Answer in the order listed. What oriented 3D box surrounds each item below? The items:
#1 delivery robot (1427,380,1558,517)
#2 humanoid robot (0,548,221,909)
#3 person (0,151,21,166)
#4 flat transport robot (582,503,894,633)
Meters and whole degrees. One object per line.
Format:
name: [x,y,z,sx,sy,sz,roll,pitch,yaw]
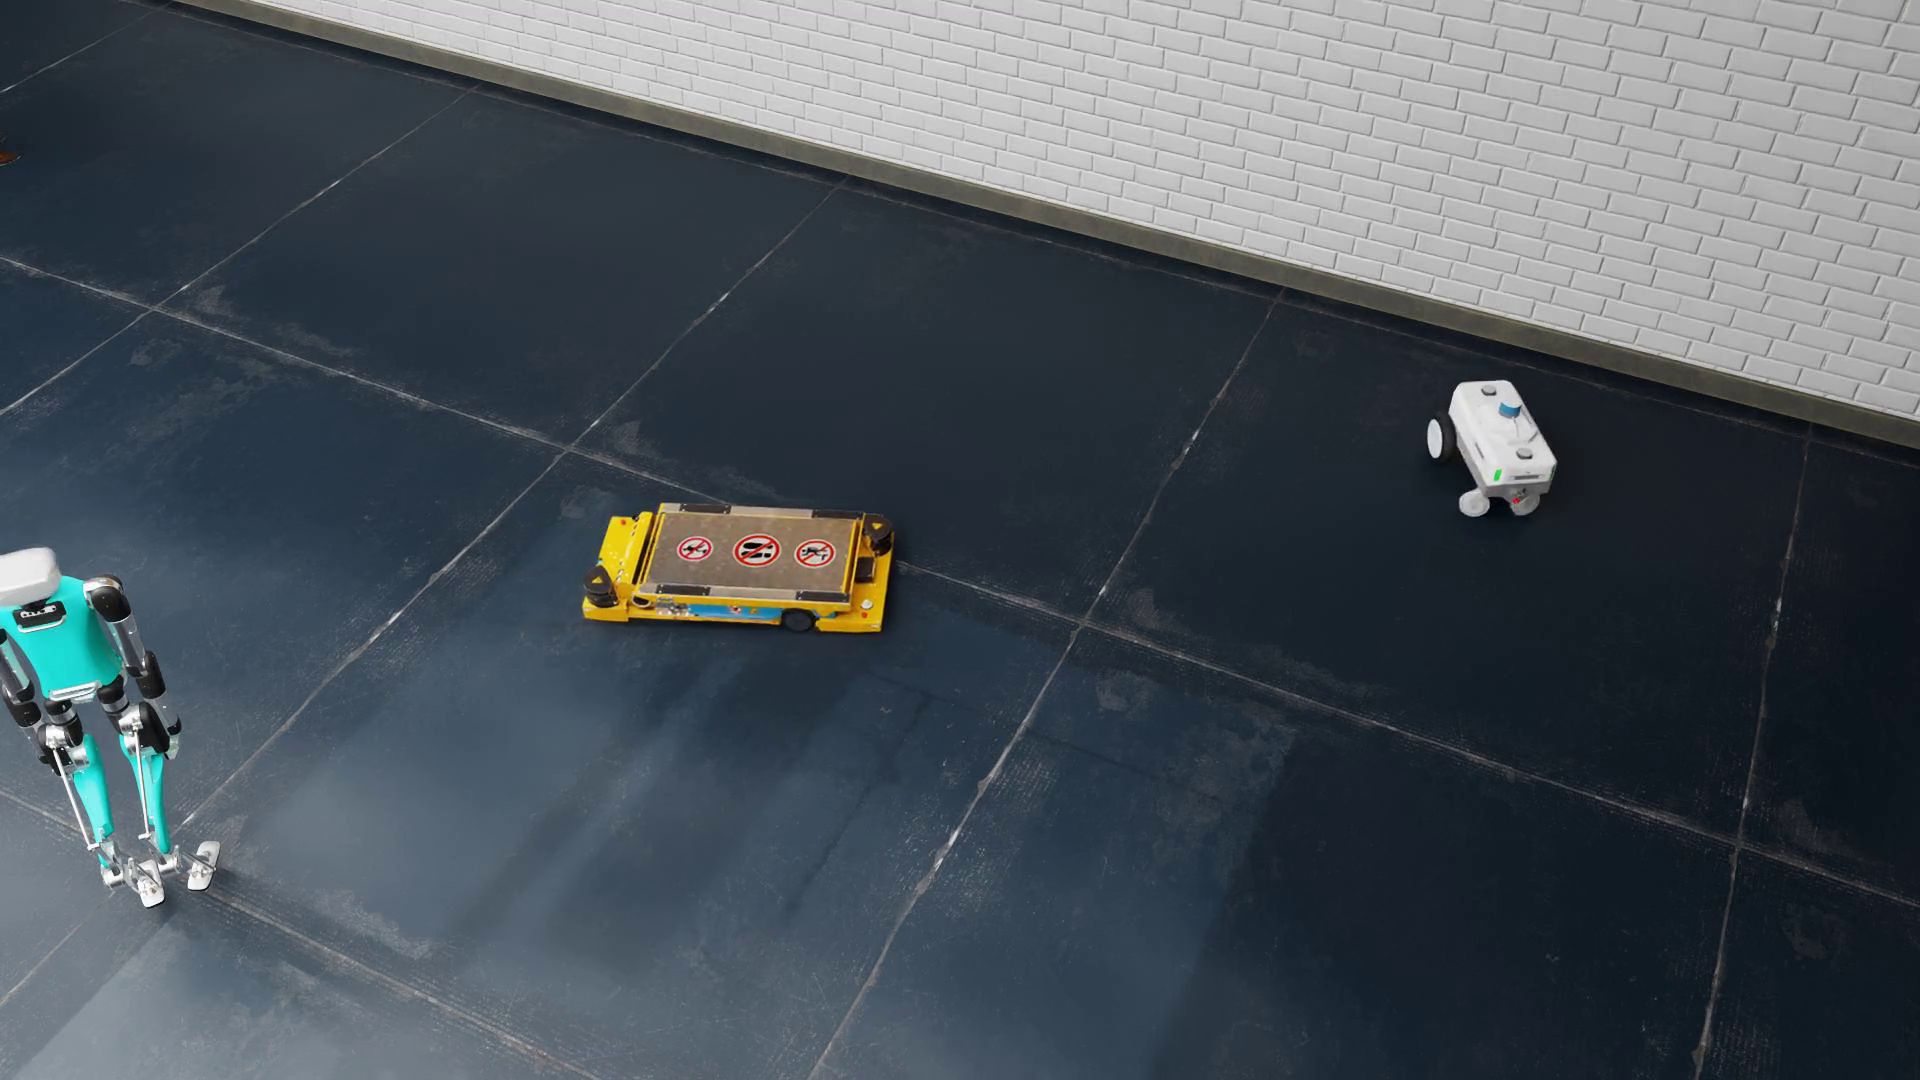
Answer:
delivery robot: [2.772,-0.501,8.600,0.499,0.614,0.785,-4,43,-5]
humanoid robot: [-3.191,0.834,6.180,0.533,1.673,0.735,-12,44,-13]
person: [-6.562,-3.158,10.657,0.506,1.630,0.266,16,45,17]
flat transport robot: [-1.064,0.133,8.112,1.431,0.231,0.659,3,43,3]
